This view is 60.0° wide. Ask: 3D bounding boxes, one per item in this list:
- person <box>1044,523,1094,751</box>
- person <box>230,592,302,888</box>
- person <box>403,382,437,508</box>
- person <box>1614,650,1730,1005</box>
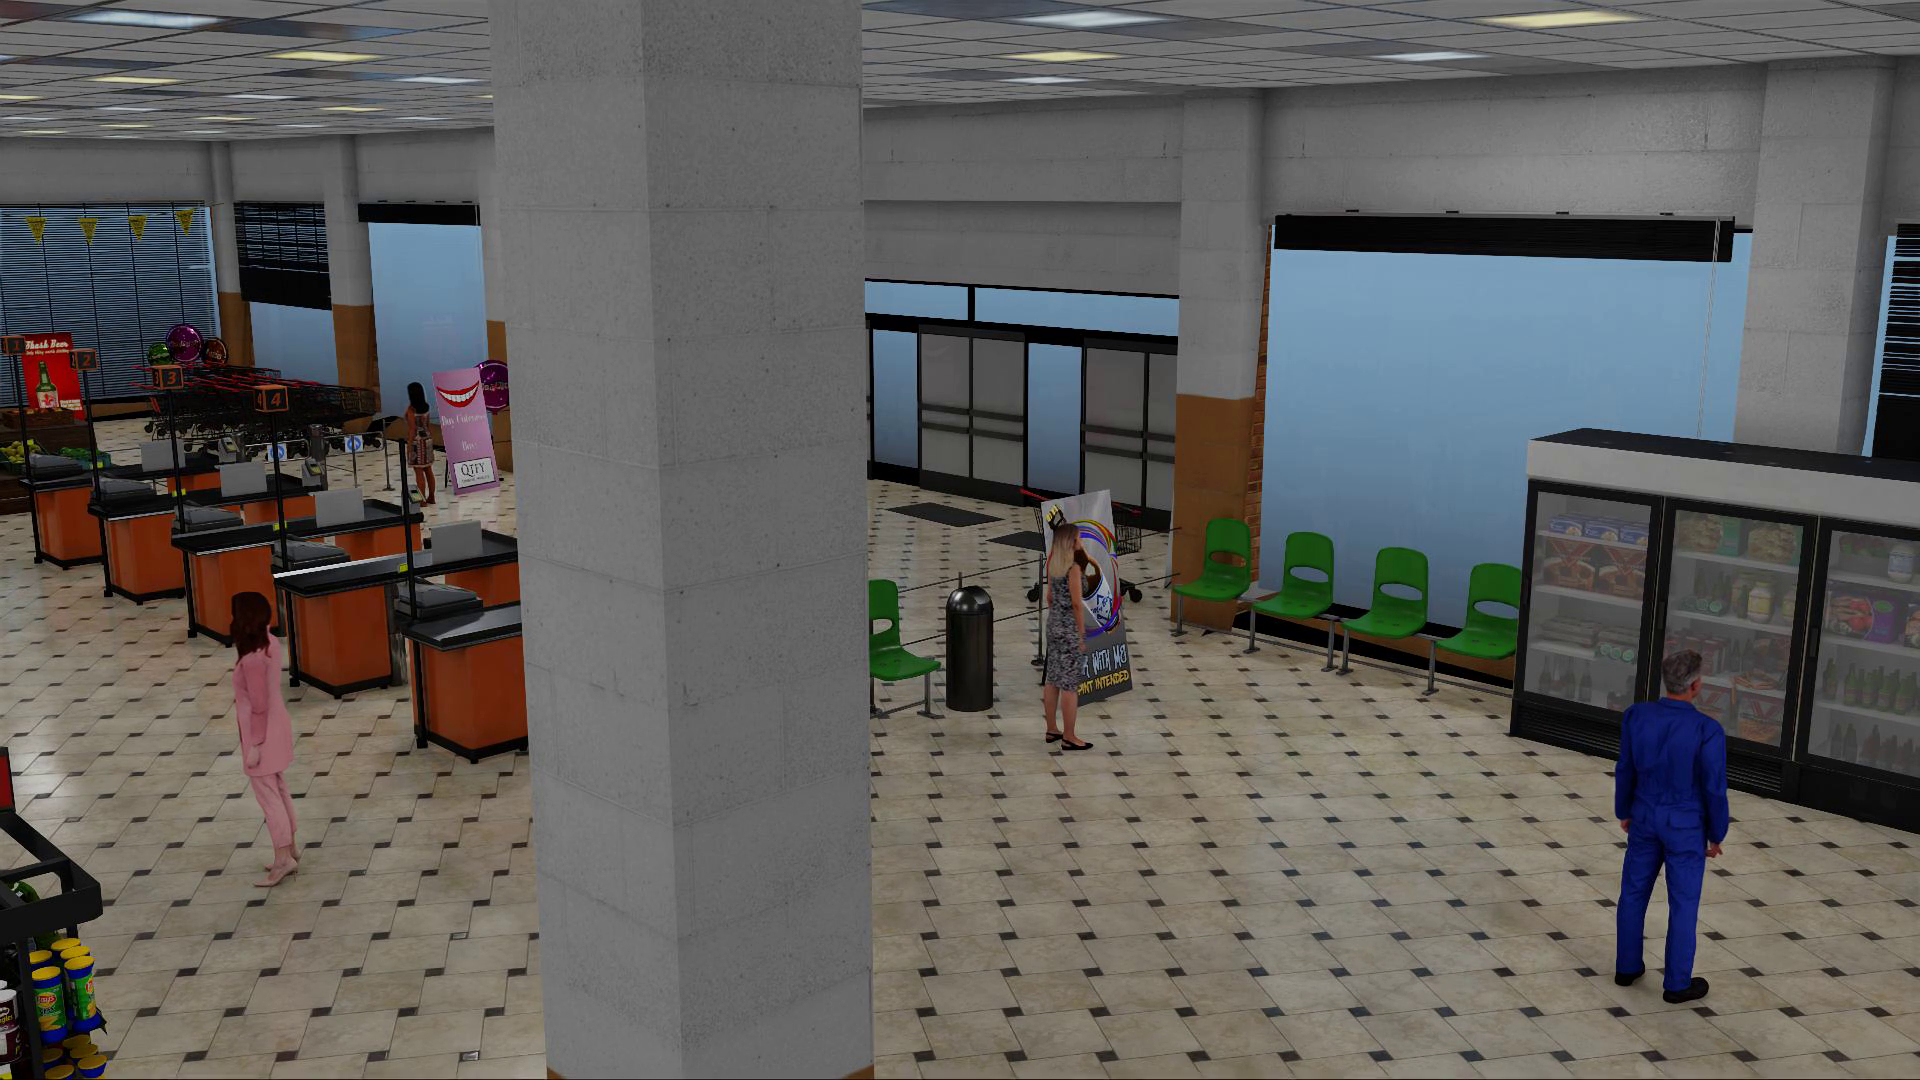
[{"bbox_3d":[0.775,0.712,12.434,0.590,1.705,0.620,-6,13,-27],"label":"person"},{"bbox_3d":[-4.156,1.183,9.964,0.721,1.802,0.693,-2,12,-7],"label":"person"},{"bbox_3d":[-7.147,-1.271,21.996,0.784,1.645,0.639,4,12,17],"label":"person"},{"bbox_3d":[3.651,1.461,8.579,0.549,1.829,0.723,-10,16,-41],"label":"person"}]
